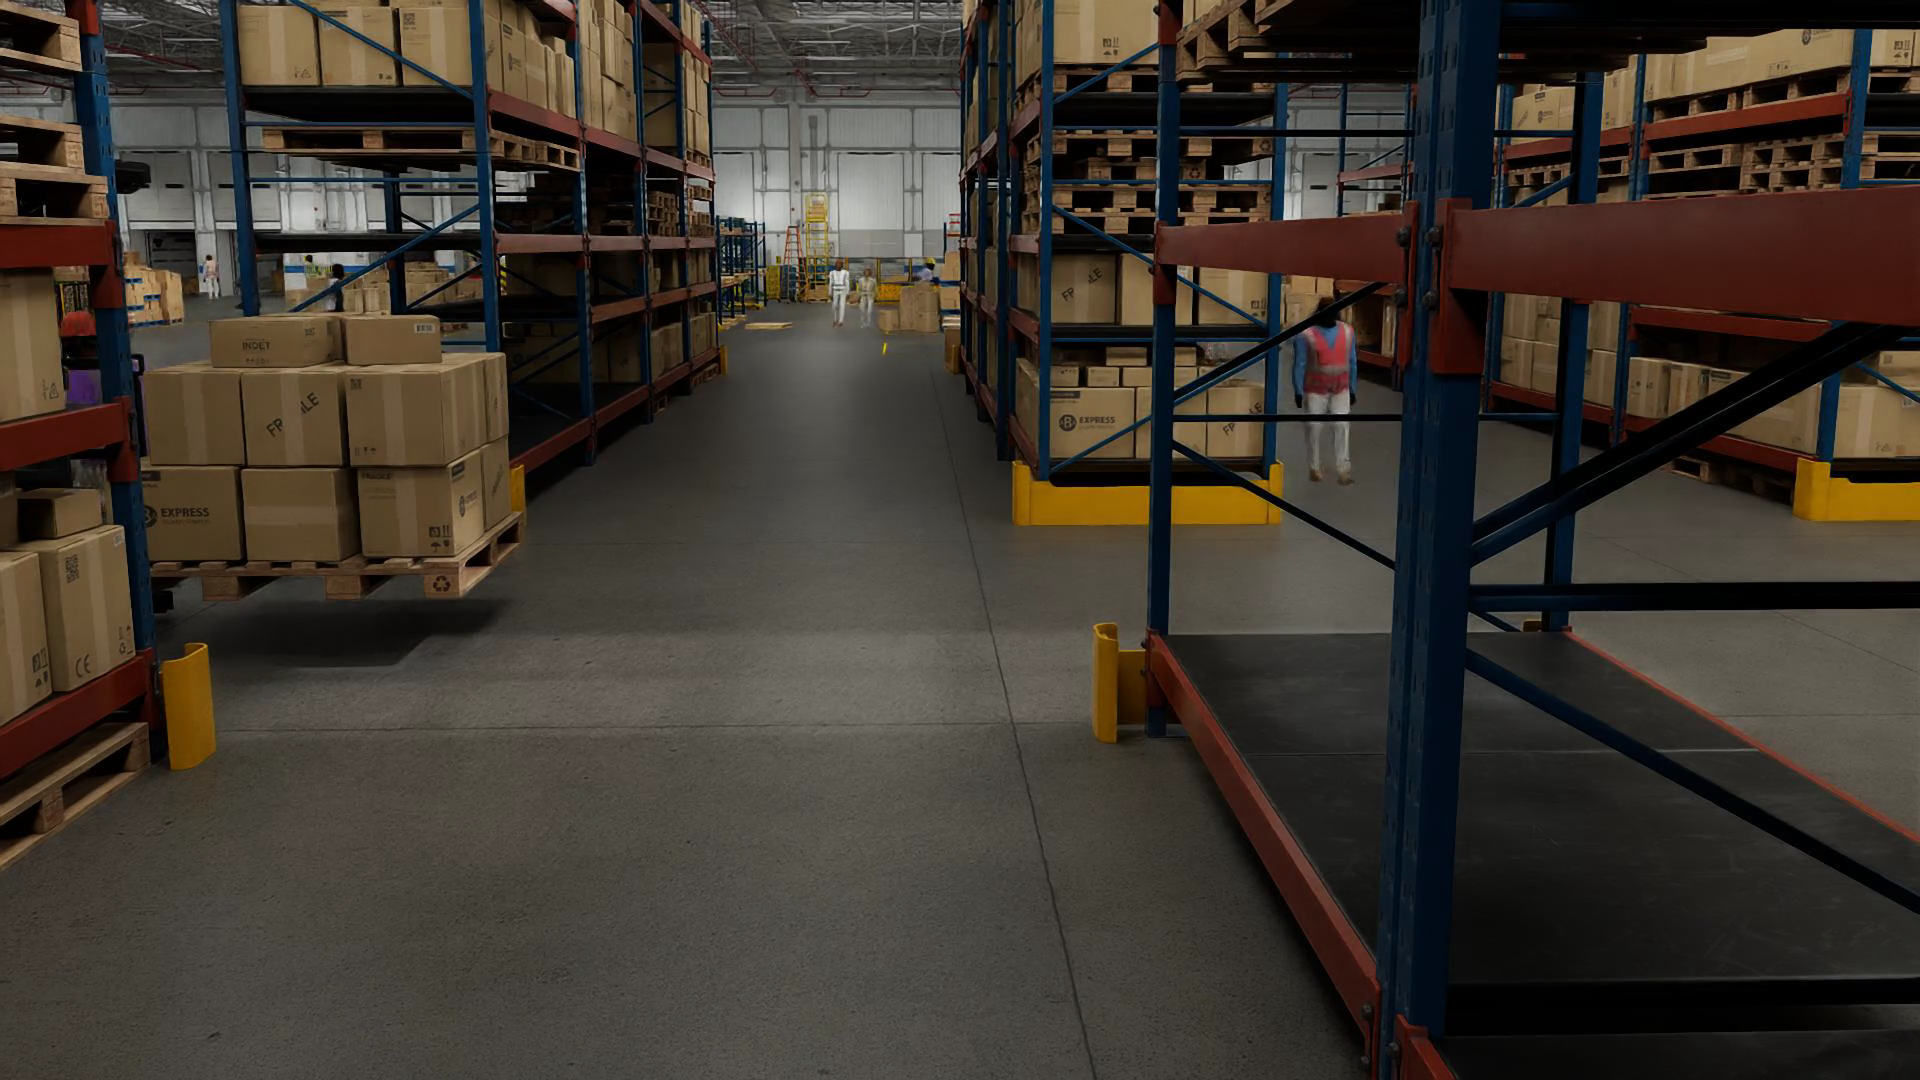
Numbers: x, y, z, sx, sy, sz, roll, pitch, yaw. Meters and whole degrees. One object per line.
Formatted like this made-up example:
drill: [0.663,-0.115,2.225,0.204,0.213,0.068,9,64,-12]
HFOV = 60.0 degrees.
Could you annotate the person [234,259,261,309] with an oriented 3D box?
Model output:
person: [-24.999,-9.047,58.300,0.540,1.900,0.996,10,14,43]

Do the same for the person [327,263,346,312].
person: [-12.656,-4.680,33.901,0.439,1.902,0.606,-6,12,-31]

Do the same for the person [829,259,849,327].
person: [-3.331,-6.769,45.690,0.567,1.858,0.705,1,10,4]

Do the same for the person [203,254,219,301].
person: [-29.612,-10.360,65.732,0.429,1.841,0.634,8,13,38]

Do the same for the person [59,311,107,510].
person: [-5.823,-0.591,11.195,0.980,1.891,0.550,-1,10,-7]

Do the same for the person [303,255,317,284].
person: [-25.319,-10.205,64.866,0.429,1.844,0.627,1,10,7]

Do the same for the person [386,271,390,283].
person: [-18.776,-8.390,55.185,0.321,1.690,0.533,8,13,36]

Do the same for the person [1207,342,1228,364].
person: [4.992,-4.373,31.954,0.402,1.990,0.622,8,13,38]

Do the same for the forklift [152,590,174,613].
forklift: [-5.858,-0.811,9.639,1.873,2.768,1.129,-1,10,-3]

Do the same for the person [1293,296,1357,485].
person: [3.547,-1.422,16.015,0.664,1.809,0.851,-1,10,-5]

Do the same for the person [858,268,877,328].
person: [-2.521,-6.518,44.921,0.553,1.612,0.596,2,10,13]

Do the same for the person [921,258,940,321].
person: [-0.928,-7.298,48.601,1.005,1.863,0.598,-2,10,-12]

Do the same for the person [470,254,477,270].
person: [-20.443,-11.090,69.663,0.861,1.893,0.587,-3,11,-15]
